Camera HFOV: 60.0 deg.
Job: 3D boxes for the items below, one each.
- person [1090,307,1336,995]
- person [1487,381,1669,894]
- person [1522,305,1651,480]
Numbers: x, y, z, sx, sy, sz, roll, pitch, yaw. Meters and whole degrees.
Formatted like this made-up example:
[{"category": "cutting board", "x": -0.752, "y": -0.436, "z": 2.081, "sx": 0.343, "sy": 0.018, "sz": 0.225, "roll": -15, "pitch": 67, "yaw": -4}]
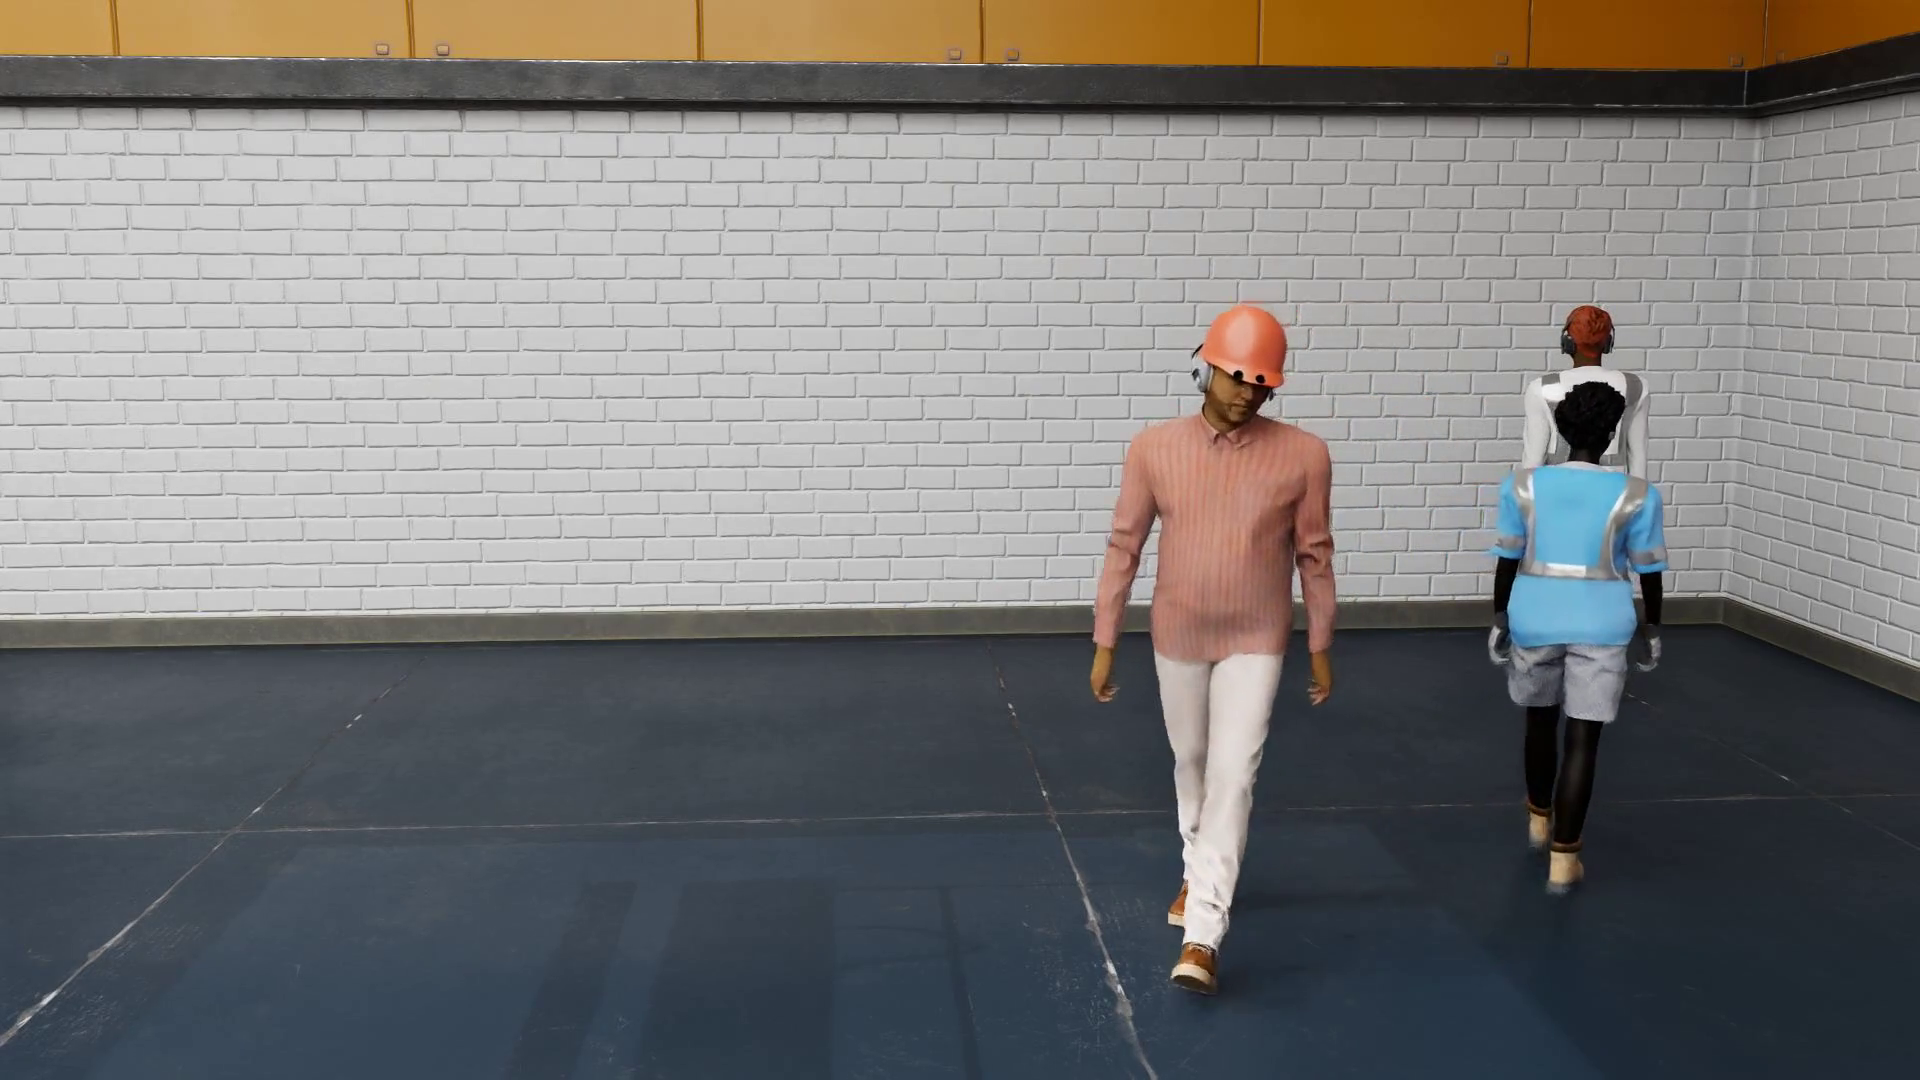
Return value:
[{"category": "person", "x": 0.711, "y": 0.302, "z": 4.805, "sx": 0.669, "sy": 1.919, "sz": 1.041, "roll": 4, "pitch": 10, "yaw": 21}, {"category": "person", "x": 2.097, "y": 0.300, "z": 5.627, "sx": 0.553, "sy": 1.662, "sz": 0.747, "roll": 6, "pitch": 11, "yaw": 32}, {"category": "person", "x": 2.878, "y": -0.139, "z": 7.721, "sx": 0.575, "sy": 1.885, "sz": 0.355, "roll": 0, "pitch": 9, "yaw": 2}]
